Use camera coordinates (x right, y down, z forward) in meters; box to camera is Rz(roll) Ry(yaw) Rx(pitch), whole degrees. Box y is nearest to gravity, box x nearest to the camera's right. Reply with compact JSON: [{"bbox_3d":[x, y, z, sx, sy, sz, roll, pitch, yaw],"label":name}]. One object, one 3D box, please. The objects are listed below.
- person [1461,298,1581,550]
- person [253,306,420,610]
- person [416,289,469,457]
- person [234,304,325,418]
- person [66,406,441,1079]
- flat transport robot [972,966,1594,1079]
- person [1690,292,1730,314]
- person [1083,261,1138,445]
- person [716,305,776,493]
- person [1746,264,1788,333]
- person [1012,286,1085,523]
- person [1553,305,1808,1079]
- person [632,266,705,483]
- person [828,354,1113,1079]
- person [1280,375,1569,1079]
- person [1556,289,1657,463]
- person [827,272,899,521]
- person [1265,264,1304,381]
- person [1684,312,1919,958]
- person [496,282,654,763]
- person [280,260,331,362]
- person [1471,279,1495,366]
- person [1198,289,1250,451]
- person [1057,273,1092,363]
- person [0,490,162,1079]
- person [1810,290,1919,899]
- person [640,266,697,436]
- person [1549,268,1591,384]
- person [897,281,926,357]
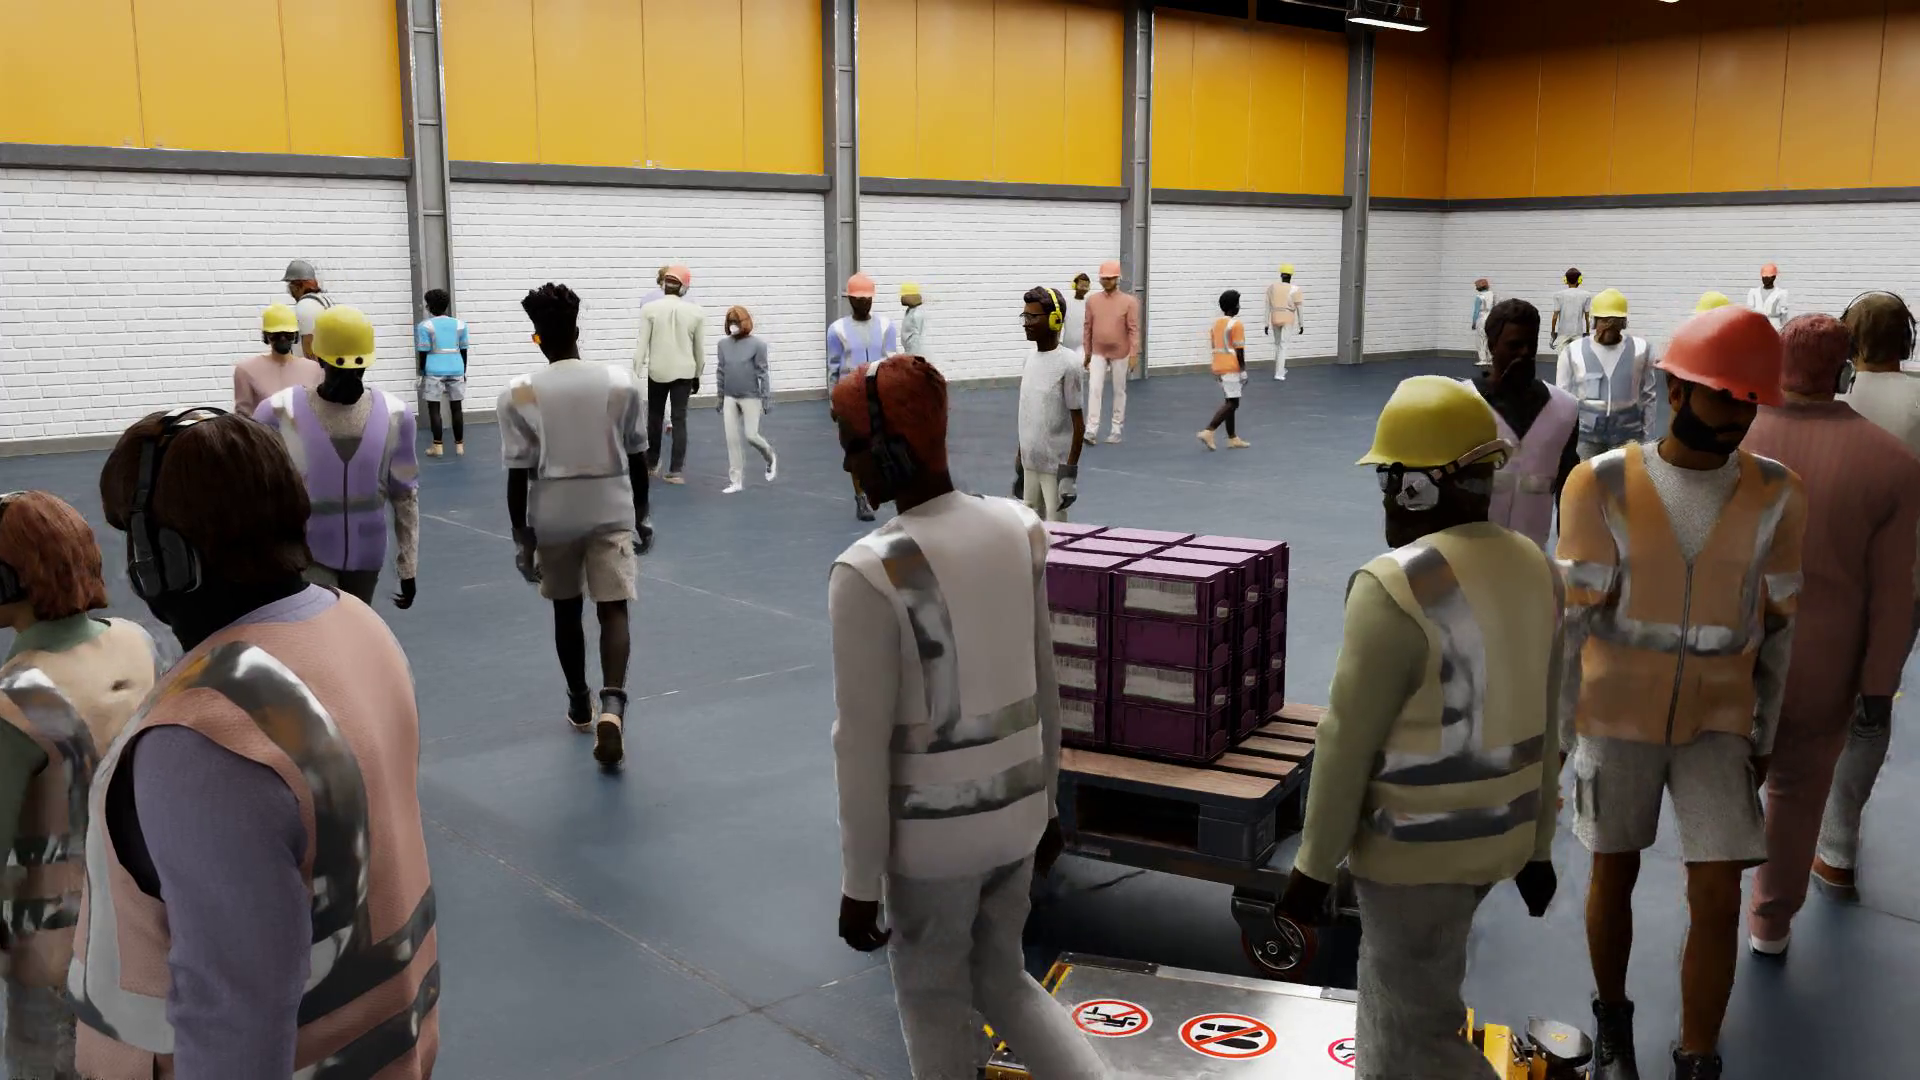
[{"bbox_3d":[2.020,0.027,6.271,0.605,1.880,0.976,-2,10,-10],"label":"person"},{"bbox_3d":[-2.337,0.052,6.217,0.638,1.844,1.009,-8,12,-38],"label":"person"},{"bbox_3d":[-5.205,-1.674,16.785,0.557,1.693,0.323,-8,13,-40],"label":"person"},{"bbox_3d":[-3.867,-0.482,9.606,0.553,1.736,0.738,-5,11,-29],"label":"person"},{"bbox_3d":[-0.905,0.744,2.176,0.429,1.839,0.627,-1,10,-5],"label":"person"},{"bbox_3d":[0.704,1.242,3.843,1.431,0.197,0.652,3,10,18],"label":"flat transport robot"},{"bbox_3d":[5.411,-0.907,12.058,0.313,1.769,0.525,1,10,3],"label":"person"},{"bbox_3d":[1.559,-1.973,17.708,0.647,1.960,0.905,4,10,20],"label":"person"},{"bbox_3d":[-1.842,-1.220,14.335,0.498,1.613,0.558,5,11,25],"label":"person"},{"bbox_3d":[11.727,-3.070,24.336,0.945,1.894,0.555,-9,13,-42],"label":"person"},{"bbox_3d":[0.431,-0.357,8.533,0.328,1.872,0.515,-6,12,-33],"label":"person"},{"bbox_3d":[1.593,0.440,3.730,0.573,1.909,0.757,2,10,14],"label":"person"},{"bbox_3d":[-2.656,-1.502,15.062,0.677,1.929,0.930,-3,10,-17],"label":"person"},{"bbox_3d":[0.049,0.573,3.172,0.643,1.853,0.609,8,13,40],"label":"person"},{"bbox_3d":[0.987,0.583,3.238,0.587,1.794,0.818,-9,13,-43],"label":"person"},{"bbox_3d":[4.038,-0.658,10.440,0.625,1.816,0.511,3,10,16],"label":"person"},{"bbox_3d":[-0.773,-1.136,12.995,0.540,1.909,0.838,-3,10,-16],"label":"person"},{"bbox_3d":[5.337,-3.569,27.291,0.606,1.876,0.973,5,11,29],"label":"person"},{"bbox_3d":[2.249,0.314,4.580,0.640,1.876,0.739,5,11,25],"label":"person"},{"bbox_3d":[-1.541,-0.081,6.758,0.618,1.927,0.946,-3,10,-15],"label":"person"},{"bbox_3d":[-6.067,-1.628,15.470,1.026,2.000,0.700,0,10,-2],"label":"person"},{"bbox_3d":[9.710,-4.014,30.721,0.617,1.608,0.328,-7,12,-36],"label":"person"},{"bbox_3d":[2.764,-1.761,17.316,0.580,1.696,0.555,-3,10,-16],"label":"person"},{"bbox_3d":[1.449,-2.418,20.755,0.531,1.820,0.975,1,10,7],"label":"person"},{"bbox_3d":[-1.568,0.720,2.910,0.375,1.625,0.549,0,10,-1],"label":"person"},{"bbox_3d":[2.917,0.145,5.477,0.648,1.900,0.952,3,10,17],"label":"person"},{"bbox_3d":[-3.351,-2.169,19.057,0.661,1.893,0.977,-3,10,-16],"label":"person"},{"bbox_3d":[8.338,-2.781,22.737,0.526,1.865,0.315,3,10,16],"label":"person"},{"bbox_3d":[-0.582,-2.110,19.209,0.353,1.734,0.490,-3,10,-19],"label":"person"}]
